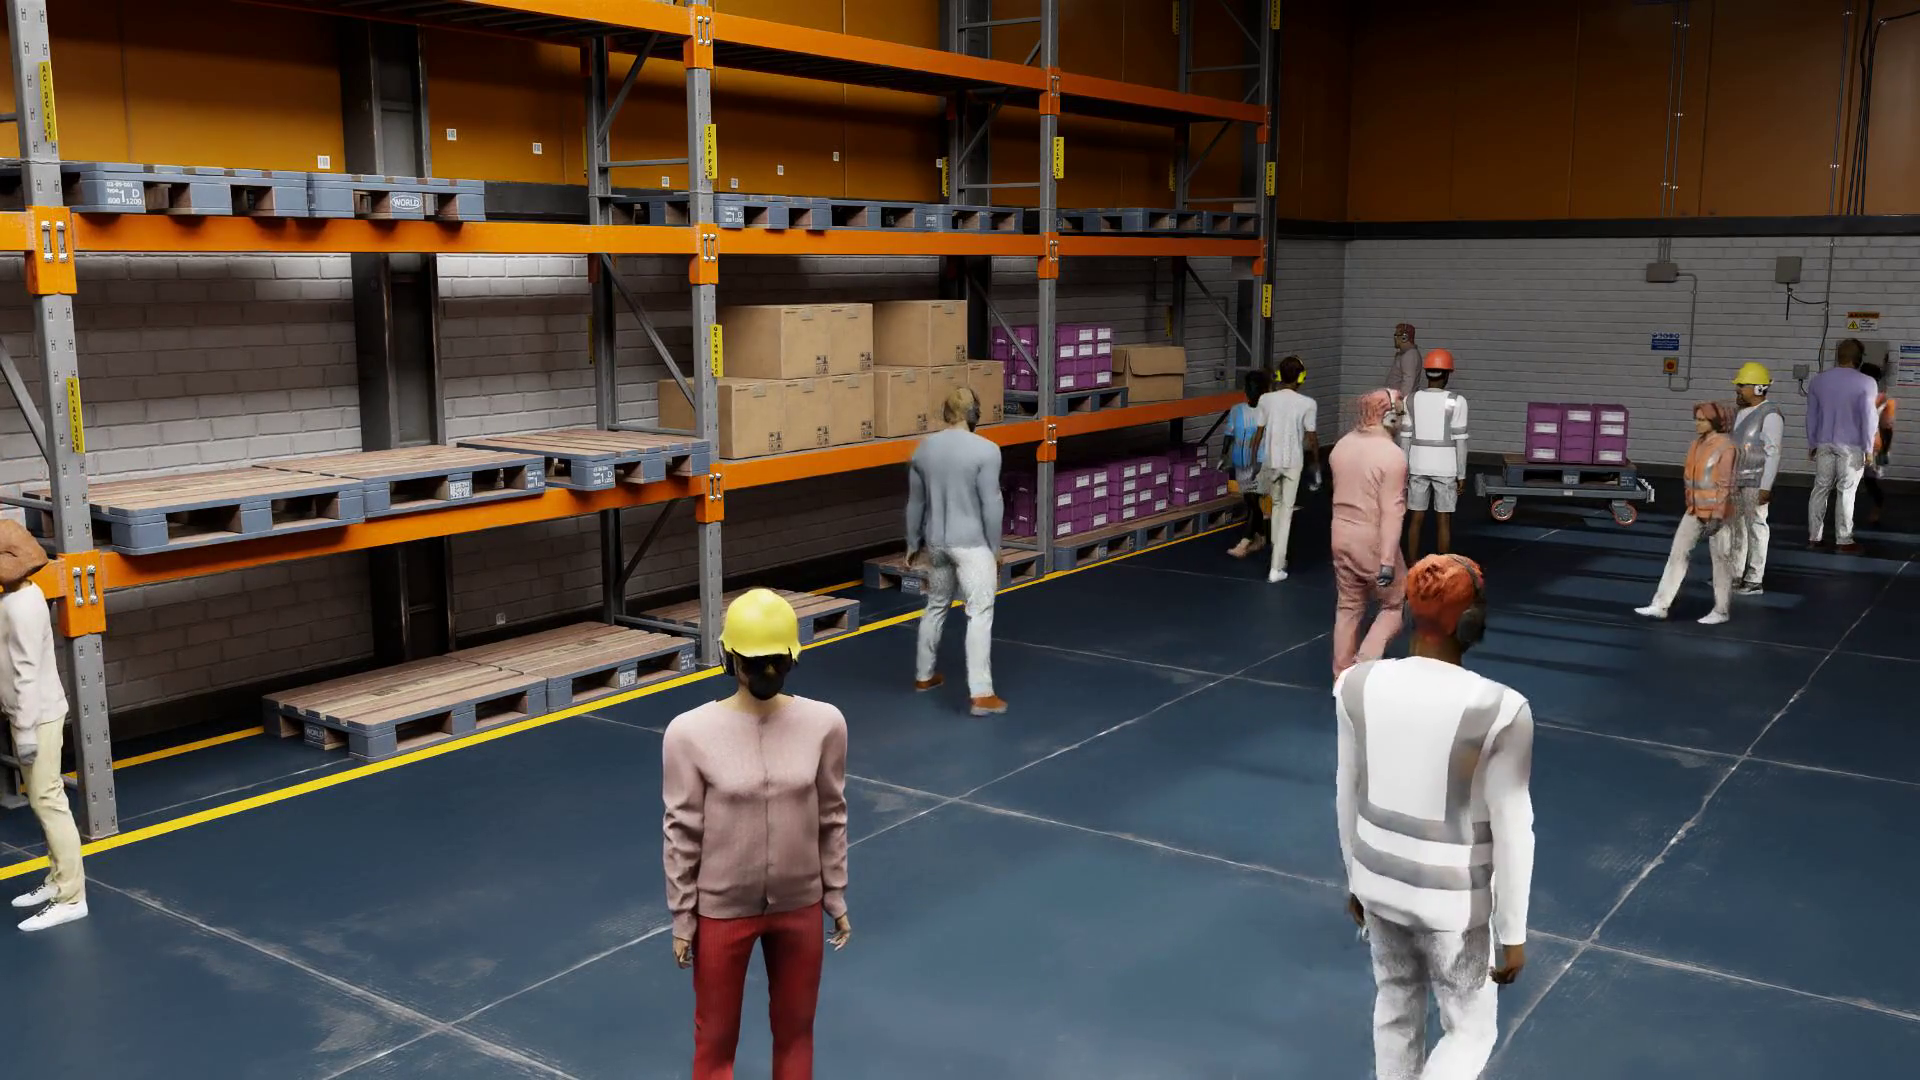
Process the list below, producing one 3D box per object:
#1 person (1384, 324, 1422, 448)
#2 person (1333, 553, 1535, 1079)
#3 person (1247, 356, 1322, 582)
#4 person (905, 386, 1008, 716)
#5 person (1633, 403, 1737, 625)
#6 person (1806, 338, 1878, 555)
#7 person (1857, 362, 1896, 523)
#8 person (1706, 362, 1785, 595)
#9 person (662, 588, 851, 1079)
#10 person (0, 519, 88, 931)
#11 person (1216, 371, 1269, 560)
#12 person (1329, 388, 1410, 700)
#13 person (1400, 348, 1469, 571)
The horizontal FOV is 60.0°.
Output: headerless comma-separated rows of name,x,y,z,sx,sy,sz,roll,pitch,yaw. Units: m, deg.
person,5.103,-1.541,19.214,0.409,1.907,0.651,3,10,16
person,1.209,0.966,4.425,0.576,1.868,0.604,9,13,43
person,2.727,-0.601,13.789,0.570,1.839,0.776,6,11,30
person,-0.030,0.048,9.856,0.802,1.889,0.560,8,12,38
person,5.252,-0.175,11.929,0.757,1.606,0.541,-2,10,-12
person,7.910,-0.840,14.944,0.352,1.937,0.635,-5,11,-28
person,8.818,-0.909,16.195,0.542,1.667,0.749,9,13,42
person,6.221,-0.479,13.144,0.404,1.822,0.591,-1,10,-4
person,-0.541,0.997,4.521,0.524,1.768,0.312,-4,10,-24
person,-3.689,0.722,6.588,0.282,1.629,0.504,-6,11,-32
person,2.561,-0.670,14.755,0.808,1.653,0.539,-9,13,-43
person,2.431,0.047,9.813,0.423,1.888,0.667,-5,11,-26
person,3.791,-0.562,13.296,0.544,1.937,0.358,6,11,34
